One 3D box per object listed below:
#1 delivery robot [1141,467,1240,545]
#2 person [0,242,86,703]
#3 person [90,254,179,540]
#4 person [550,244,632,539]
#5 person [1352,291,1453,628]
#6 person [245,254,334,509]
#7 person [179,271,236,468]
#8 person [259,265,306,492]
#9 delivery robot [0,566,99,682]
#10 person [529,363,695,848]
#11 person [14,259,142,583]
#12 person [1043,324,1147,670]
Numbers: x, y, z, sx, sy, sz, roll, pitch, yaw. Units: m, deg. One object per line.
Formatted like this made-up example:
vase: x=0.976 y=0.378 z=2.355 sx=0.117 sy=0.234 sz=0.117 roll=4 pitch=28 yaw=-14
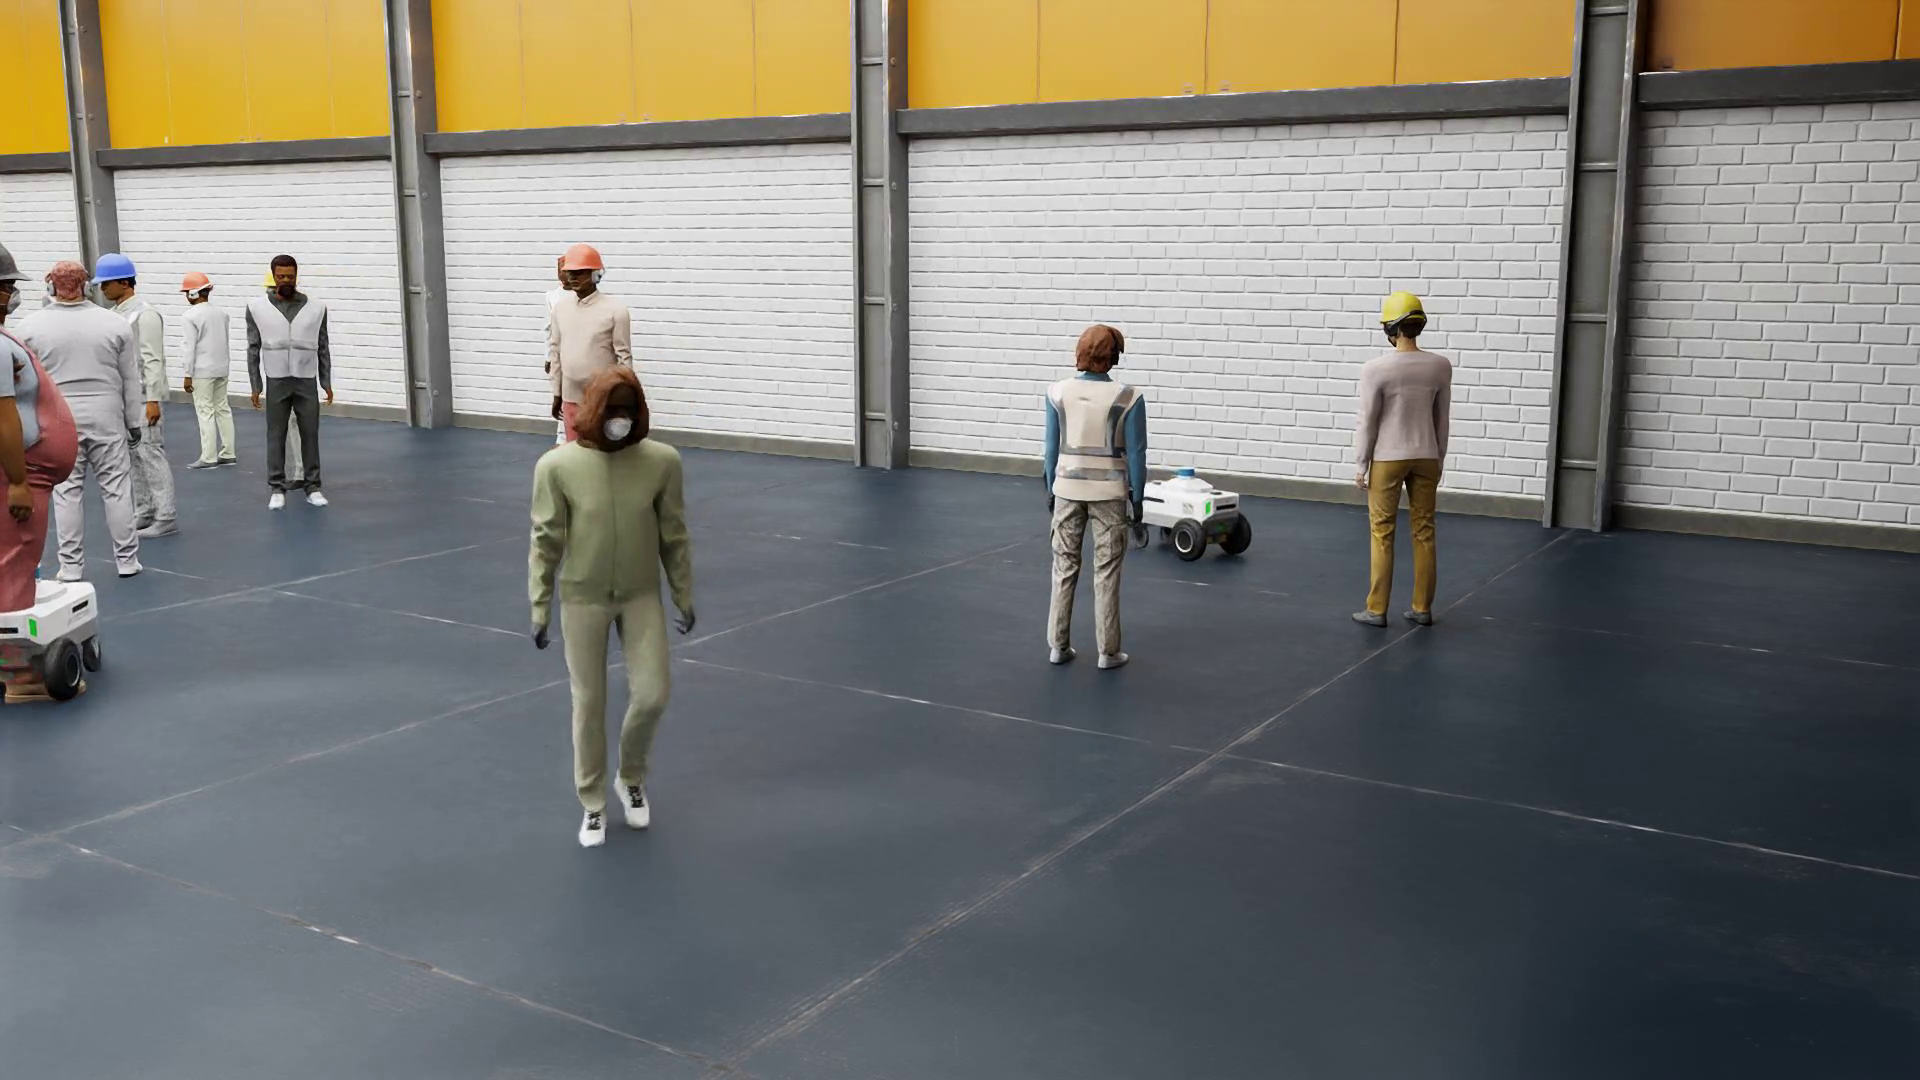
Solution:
delivery robot: x=1.460 y=-0.232 z=10.758 sx=0.477 sy=0.478 sz=0.707 roll=-8 pitch=13 yaw=-38
person: x=-4.201 y=-0.313 z=7.367 sx=0.538 sy=2.000 sz=0.682 roll=-10 pitch=14 yaw=-43
person: x=-5.630 y=-0.973 z=11.339 sx=0.620 sy=1.932 sz=0.420 roll=8 pitch=13 yaw=36
person: x=-2.493 y=-0.979 z=11.181 sx=0.608 sy=1.996 sz=0.382 roll=4 pitch=11 yaw=21
person: x=2.302 y=-0.413 z=8.709 sx=0.525 sy=1.761 sz=0.338 roll=-2 pitch=10 yaw=-12
person: x=-5.077 y=-1.198 z=12.617 sx=0.597 sy=1.914 sz=0.372 roll=-6 pitch=12 yaw=-29
person: x=-6.726 y=-1.509 z=14.814 sx=0.349 sy=1.744 sz=0.566 roll=2 pitch=11 yaw=13
person: x=-5.405 y=-1.300 z=13.418 sx=0.404 sy=1.828 sz=0.599 roll=-4 pitch=11 yaw=-23
delivery robot: x=-4.190 y=0.358 z=7.505 sx=0.477 sy=0.478 sz=0.707 roll=-1 pitch=10 yaw=-7
person: x=-1.162 y=0.220 z=5.557 sx=0.553 sy=1.622 sz=0.323 roll=-4 pitch=11 yaw=-22
person: x=-5.205 y=-0.699 z=9.877 sx=0.643 sy=1.909 sz=0.410 roll=-6 pitch=12 yaw=-30
person: x=0.629 y=-0.195 z=7.846 sx=0.518 sy=1.633 sz=0.313 roll=5 pitch=11 yaw=25
